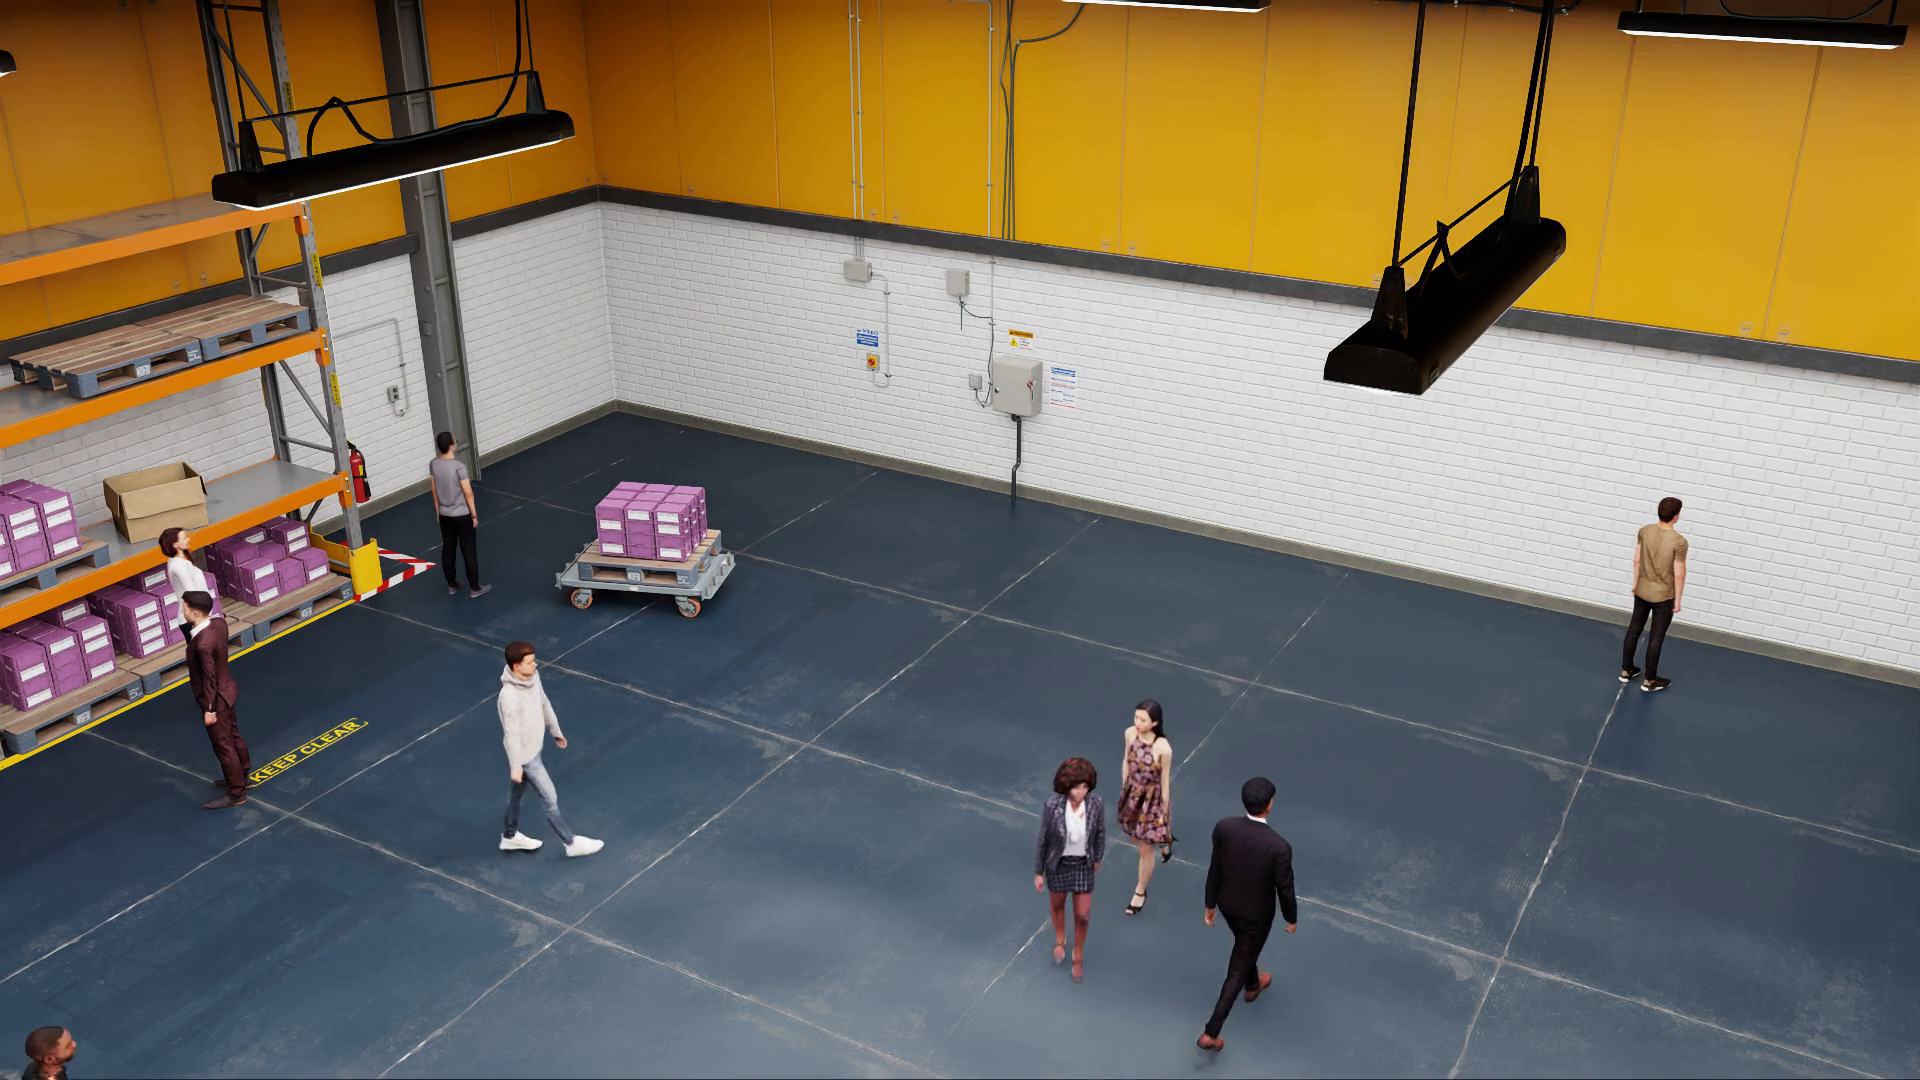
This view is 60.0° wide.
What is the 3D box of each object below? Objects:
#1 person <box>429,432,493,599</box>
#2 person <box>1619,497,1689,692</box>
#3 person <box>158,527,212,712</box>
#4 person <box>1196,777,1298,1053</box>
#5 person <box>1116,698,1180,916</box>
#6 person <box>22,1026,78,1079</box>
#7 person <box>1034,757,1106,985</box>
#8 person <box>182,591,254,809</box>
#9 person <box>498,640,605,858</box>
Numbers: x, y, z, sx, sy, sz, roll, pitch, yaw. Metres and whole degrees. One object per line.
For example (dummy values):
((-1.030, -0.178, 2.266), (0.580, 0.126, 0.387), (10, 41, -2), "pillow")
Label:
((-5.150, -0.269, 16.968), (0.656, 1.753, 0.580), (8, 25, 18), "person")
((6.327, 0.473, 15.149), (0.734, 1.851, 0.746), (-14, 27, -29), "person")
((-6.768, 0.718, 14.653), (0.684, 1.798, 0.684), (-14, 27, -29), "person")
((1.787, 2.430, 10.688), (0.867, 1.838, 1.325), (18, 29, 35), "person")
((1.402, 1.884, 12.033), (0.732, 1.761, 0.943), (19, 30, 37), "person")
((-4.753, 3.317, 8.712), (0.788, 1.795, 0.761), (-21, 31, -39), "person")
((0.746, 2.195, 11.423), (0.776, 1.680, 0.818), (1, 24, 3), "person")
((-5.966, 1.249, 13.356), (0.838, 1.866, 0.762), (-4, 24, -10), "person")
((-3.380, 1.593, 12.623), (1.064, 1.821, 1.148), (1, 24, 2), "person")
